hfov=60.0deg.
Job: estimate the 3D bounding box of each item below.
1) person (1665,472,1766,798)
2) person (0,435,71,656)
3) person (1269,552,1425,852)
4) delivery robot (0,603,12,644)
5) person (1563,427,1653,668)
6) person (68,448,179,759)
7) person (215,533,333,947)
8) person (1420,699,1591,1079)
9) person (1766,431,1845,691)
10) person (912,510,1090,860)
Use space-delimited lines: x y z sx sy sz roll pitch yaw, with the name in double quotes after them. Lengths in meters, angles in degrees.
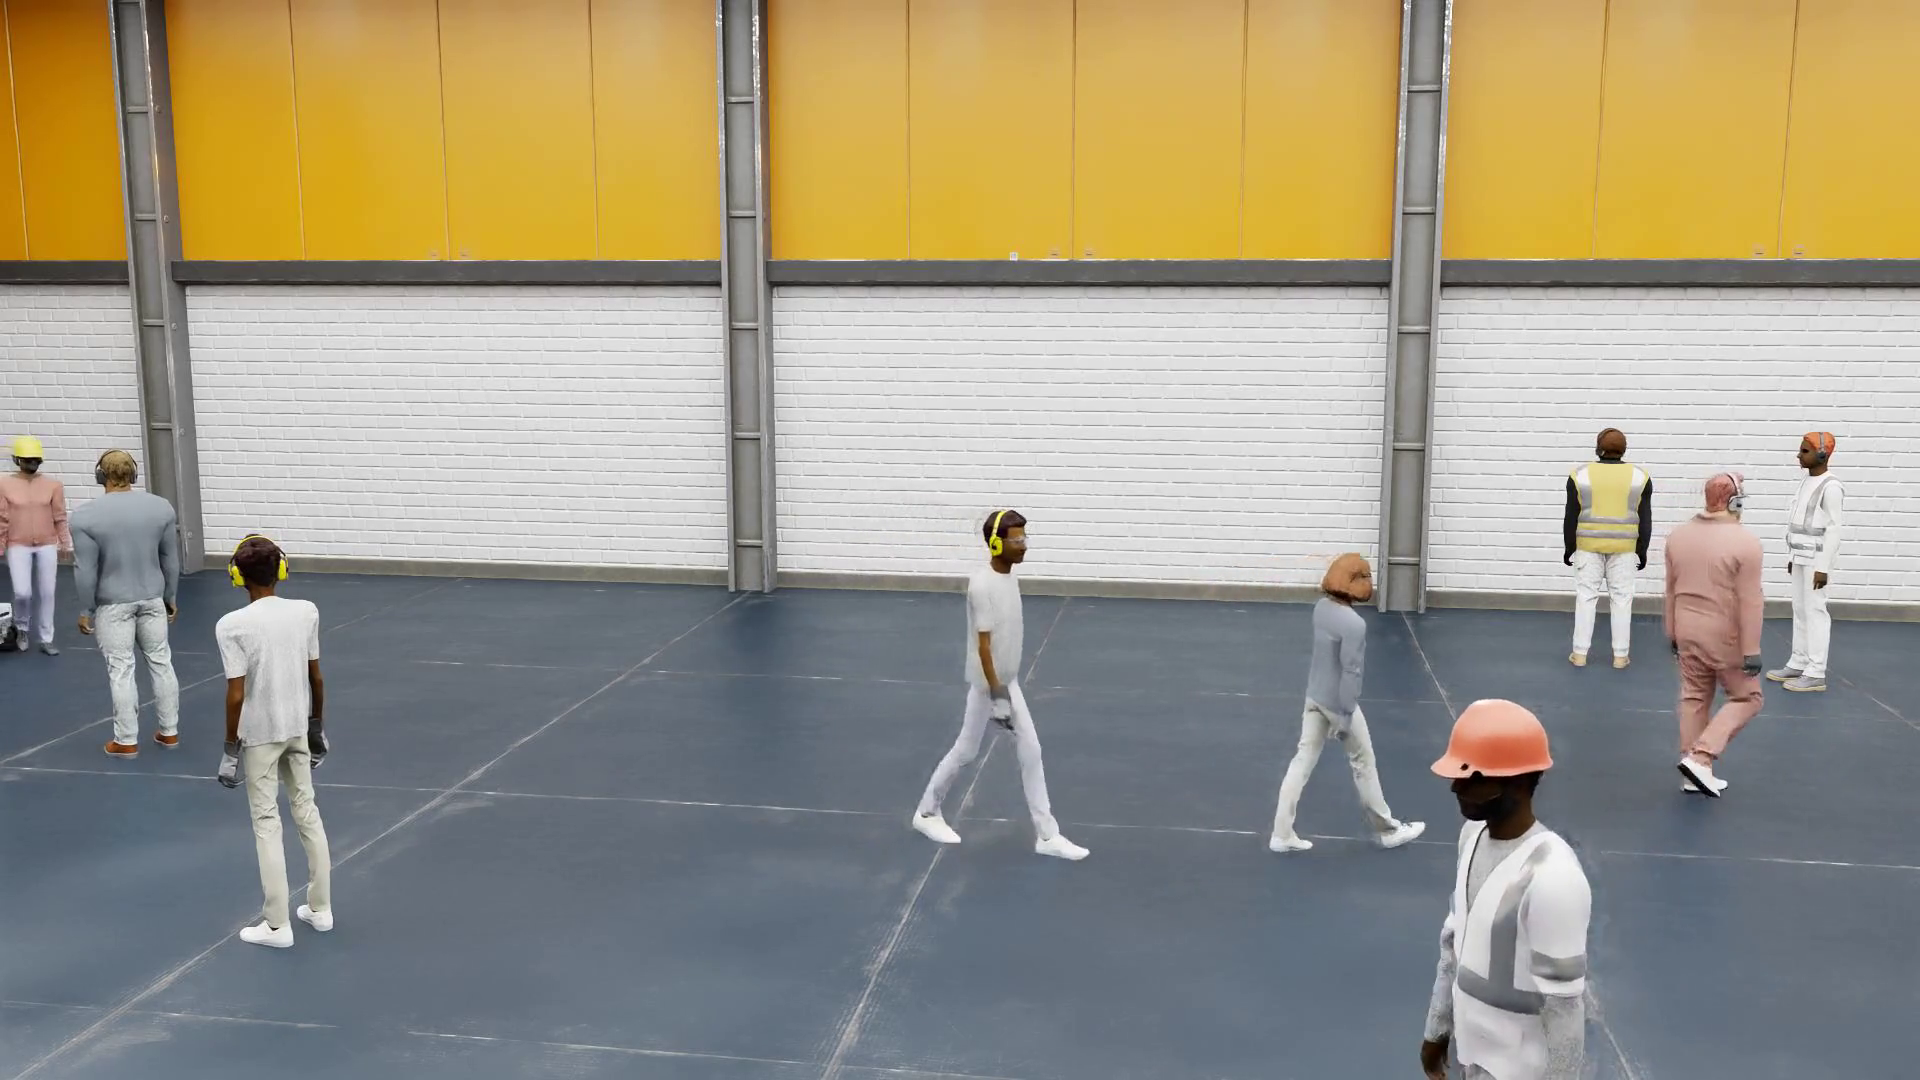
4.331 0.553 9.521 0.427 1.895 0.667 -4 10 -23 "person"
-7.261 0.053 13.038 0.549 1.750 0.365 -9 13 -44 "person"
2.011 0.850 8.634 0.859 1.591 0.516 -3 10 -17 "person"
-7.825 0.611 13.007 0.707 0.478 0.477 1 9 4 "delivery robot"
4.940 0.061 12.724 0.633 1.846 0.429 3 10 16 "person"
-5.186 0.395 10.371 0.377 1.940 0.629 8 12 42 "person"
-3.094 0.900 7.491 0.314 1.864 0.532 6 11 33 "person"
1.387 1.365 4.438 0.539 1.918 0.581 -1 9 -4 "person"
6.157 0.151 12.053 0.350 1.882 0.583 1 9 6 "person"
0.164 0.739 8.639 0.990 1.825 0.524 5 11 29 "person"
